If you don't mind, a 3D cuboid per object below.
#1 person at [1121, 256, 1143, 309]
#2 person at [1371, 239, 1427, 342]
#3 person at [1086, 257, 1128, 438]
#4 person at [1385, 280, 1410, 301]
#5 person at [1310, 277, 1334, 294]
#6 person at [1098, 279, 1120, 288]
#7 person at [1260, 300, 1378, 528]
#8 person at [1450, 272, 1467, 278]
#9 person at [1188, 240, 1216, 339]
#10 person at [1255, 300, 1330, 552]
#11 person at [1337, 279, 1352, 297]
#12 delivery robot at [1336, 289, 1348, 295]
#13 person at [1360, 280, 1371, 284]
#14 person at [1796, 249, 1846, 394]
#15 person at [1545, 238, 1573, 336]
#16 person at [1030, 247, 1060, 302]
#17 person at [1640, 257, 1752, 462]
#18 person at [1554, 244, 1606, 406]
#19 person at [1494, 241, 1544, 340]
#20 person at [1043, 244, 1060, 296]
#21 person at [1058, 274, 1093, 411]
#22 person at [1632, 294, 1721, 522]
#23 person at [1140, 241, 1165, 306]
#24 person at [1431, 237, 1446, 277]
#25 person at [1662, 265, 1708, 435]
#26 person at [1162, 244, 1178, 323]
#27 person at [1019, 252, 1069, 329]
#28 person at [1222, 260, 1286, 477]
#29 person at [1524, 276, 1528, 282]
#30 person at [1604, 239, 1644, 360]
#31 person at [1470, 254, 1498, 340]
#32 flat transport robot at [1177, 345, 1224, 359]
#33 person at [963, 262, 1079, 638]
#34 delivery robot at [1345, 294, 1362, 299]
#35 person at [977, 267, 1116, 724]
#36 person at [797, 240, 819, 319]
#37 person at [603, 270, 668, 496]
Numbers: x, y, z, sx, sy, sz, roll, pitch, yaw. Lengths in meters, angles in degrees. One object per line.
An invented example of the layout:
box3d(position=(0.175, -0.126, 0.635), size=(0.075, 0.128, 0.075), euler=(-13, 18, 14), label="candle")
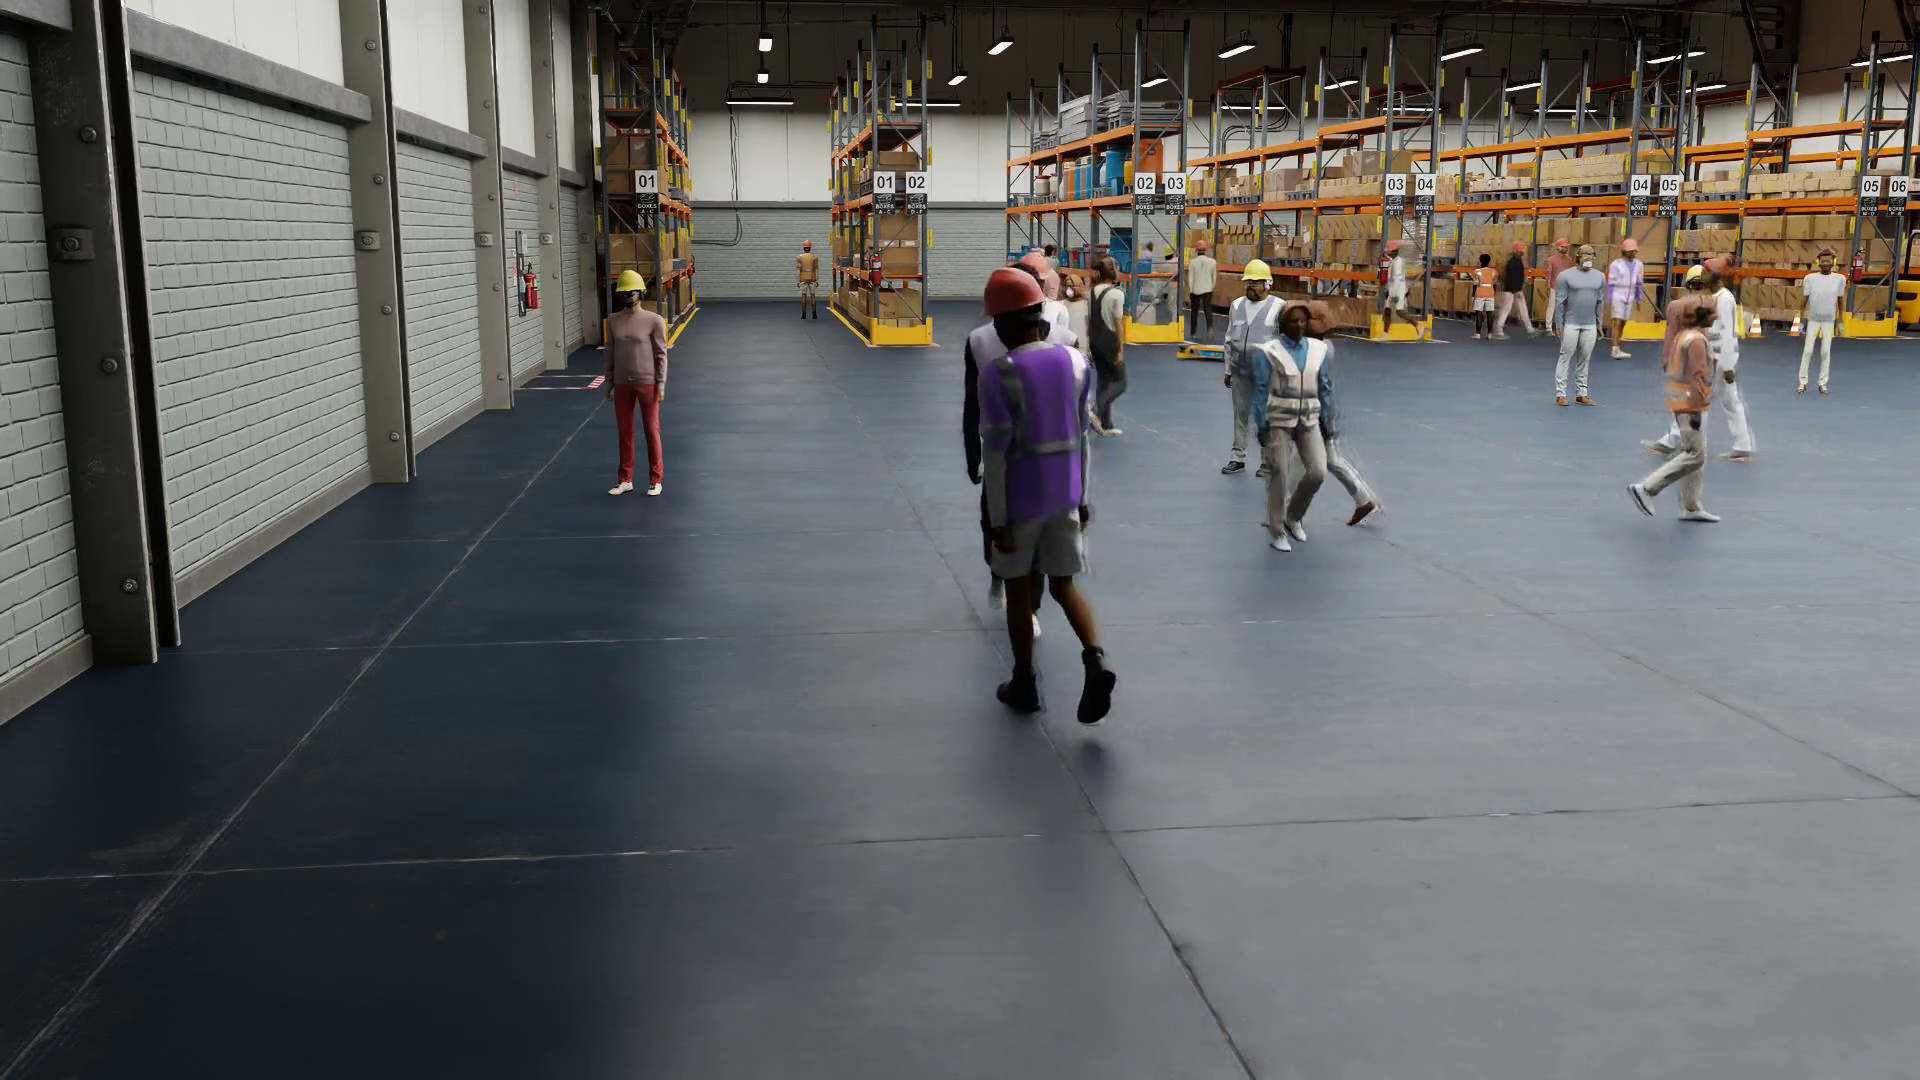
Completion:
box3d(position=(4.392, -6.611, 42.407), size=(0.577, 1.832, 0.406), euler=(-1, 10, -5), label="person")
box3d(position=(8.454, -4.762, 31.848), size=(0.958, 1.996, 0.610), euler=(1, 10, 8), label="person")
box3d(position=(1.445, -1.920, 16.700), size=(0.510, 1.828, 0.519), euler=(-8, 13, -38), label="person")
box3d(position=(9.424, -5.442, 35.899), size=(0.615, 1.870, 1.009), euler=(-1, 10, -6), label="person")
box3d(position=(9.651, -6.934, 44.238), size=(0.638, 1.814, 0.804), euler=(0, 10, 2), label="person")
box3d(position=(3.846, -6.716, 42.957), size=(0.623, 1.844, 0.430), euler=(0, 10, 1), label="person")
box3d(position=(2.546, -0.867, 11.558), size=(0.795, 1.601, 0.501), euler=(1, 10, 6), label="person")
box3d(position=(15.013, -8.013, 50.133), size=(0.957, 1.824, 0.583), euler=(-2, 10, -8), label="person")
box3d(position=(4.836, -4.973, 33.100), size=(0.607, 1.964, 0.905), euler=(-1, 10, -6), label="person")
box3d(position=(2.146, -0.731, 10.737), size=(0.541, 1.626, 0.376), euler=(-3, 11, -15), label="person")
box3d(position=(9.679, -6.501, 41.549), size=(0.580, 1.921, 0.461), euler=(-2, 10, -10), label="person")
box3d(position=(11.506, -7.278, 49.309), size=(0.707, 0.478, 0.477), euler=(-5, 11, -24), label="delivery robot")
box3d(position=(12.439, -8.173, 50.730), size=(0.426, 1.917, 0.634), euler=(1, 10, 4), label="person")
box3d(position=(11.172, -2.829, 21.576), size=(0.535, 1.868, 0.309), euler=(4, 11, 22), label="person")
box3d(position=(12.276, -5.174, 34.080), size=(0.622, 1.995, 0.376), euler=(-4, 11, -19), label="person")
box3d(position=(0.980, -2.853, 21.664), size=(0.665, 1.883, 0.675), euler=(9, 14, 41), label="person")
box3d(position=(6.754, -1.623, 15.048), size=(0.967, 1.829, 0.562), euler=(5, 11, 25), label="person")
box3d(position=(7.452, -2.576, 20.009), size=(0.629, 1.936, 0.373), euler=(-1, 10, -7), label="person")
box3d(position=(11.018, -4.892, 32.712), size=(0.623, 1.932, 1.033), euler=(-10, 14, -44), label="person")
box3d(position=(1.909, -5.469, 36.043), size=(0.534, 1.869, 0.315), euler=(-2, 11, -12), label="person")
box3d(position=(1.203, -1.985, 17.592), size=(0.504, 1.632, 0.270), euler=(5, 12, 27), label="person")
box3d(position=(5.143, -0.927, 11.792), size=(0.522, 1.623, 0.531), euler=(3, 11, 18), label="person")
box3d(position=(5.493, -7.829, 48.930), size=(1.010, 1.895, 0.648), euler=(-1, 10, -7), label="person")
box3d(position=(14.642, -8.256, 50.851), size=(0.761, 2.000, 0.698), euler=(-4, 11, -20), label="person")
box3d(position=(6.993, -1.740, 15.915), size=(0.521, 1.761, 0.333), euler=(1, 10, 8), label="person")
box3d(position=(4.461, -5.296, 35.103), size=(0.368, 1.876, 0.682), euler=(3, 11, 16), label="person")
box3d(position=(0.514, -1.094, 11.916), size=(0.553, 1.919, 0.533), euler=(-1, 10, -6), label="person")
box3d(position=(2.507, -1.458, 14.156), size=(0.591, 1.833, 0.403), euler=(7, 13, 34), label="person")
box3d(position=(17.042, -8.040, 50.666), size=(0.541, 1.682, 0.705), euler=(-7, 12, -32), label="person")
box3d(position=(11.050, -3.989, 27.640), size=(0.657, 1.998, 0.719), euler=(-3, 11, -15), label="person")
box3d(position=(10.340, -4.796, 32.834), size=(0.533, 1.695, 0.319), euler=(-2, 11, -10), label="person")
box3d(position=(4.326, -3.081, 27.336), size=(0.652, 0.197, 1.431), euler=(-9, 14, -42), label="flat transport robot")
box3d(position=(0.317, -0.470, 8.559), size=(0.594, 1.906, 0.544), euler=(0, 10, 2), label="person")
box3d(position=(10.837, -6.668, 45.965), size=(0.477, 0.478, 0.707), euler=(-1, 10, -7), label="delivery robot")
box3d(position=(0.359, -0.163, 6.863), size=(0.576, 1.908, 0.757), euler=(-5, 12, -27), label="person")
box3d(position=(-3.767, -6.437, 41.166), size=(0.542, 1.938, 0.358), euler=(-1, 10, -6), label="person")
box3d(position=(-2.551, -1.220, 13.040), size=(0.532, 1.768, 0.311), euler=(3, 11, 14), label="person")
